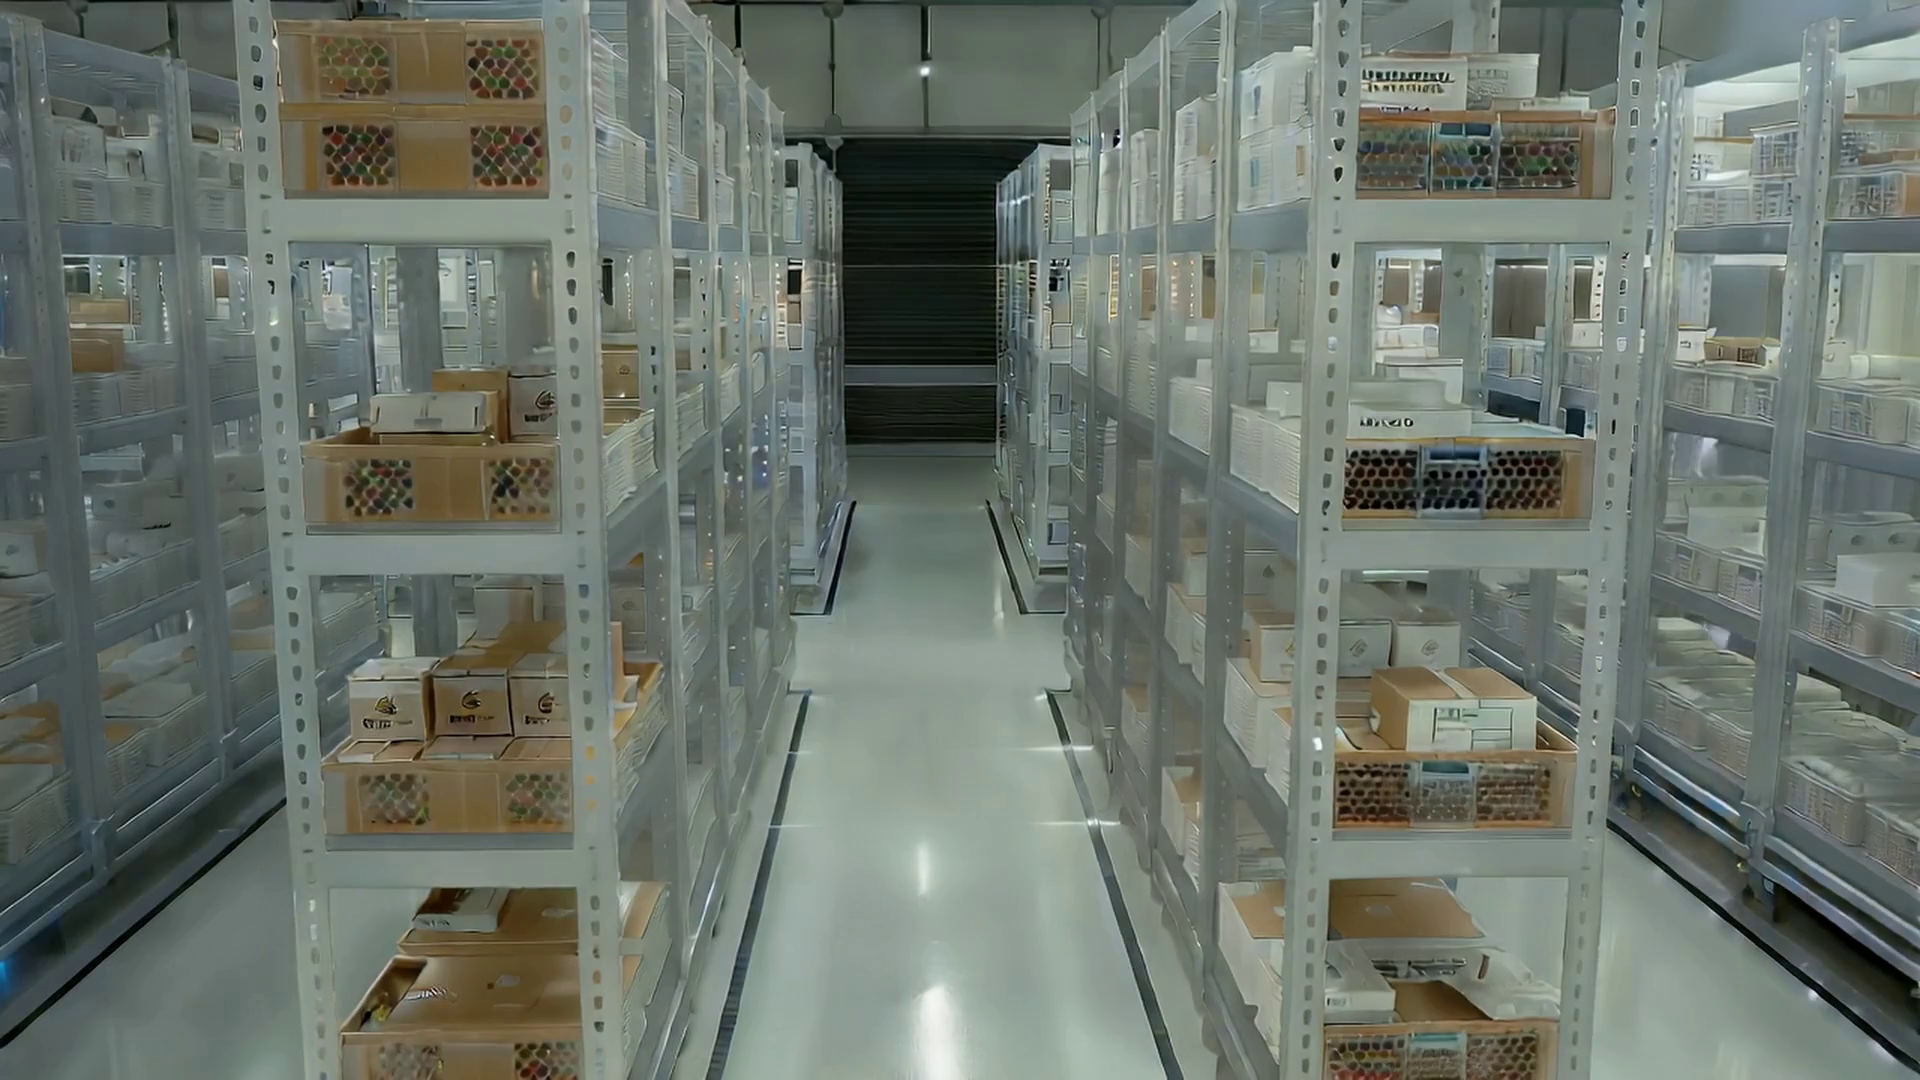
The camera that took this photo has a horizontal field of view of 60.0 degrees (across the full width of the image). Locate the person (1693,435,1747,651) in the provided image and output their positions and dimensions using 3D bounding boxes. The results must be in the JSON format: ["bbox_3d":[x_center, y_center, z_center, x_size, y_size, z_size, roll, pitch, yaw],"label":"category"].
[{"bbox_3d":[5.061,-0.094,11.465,0.854,1.819,0.587,-2,10,-12],"label":"person"}]
